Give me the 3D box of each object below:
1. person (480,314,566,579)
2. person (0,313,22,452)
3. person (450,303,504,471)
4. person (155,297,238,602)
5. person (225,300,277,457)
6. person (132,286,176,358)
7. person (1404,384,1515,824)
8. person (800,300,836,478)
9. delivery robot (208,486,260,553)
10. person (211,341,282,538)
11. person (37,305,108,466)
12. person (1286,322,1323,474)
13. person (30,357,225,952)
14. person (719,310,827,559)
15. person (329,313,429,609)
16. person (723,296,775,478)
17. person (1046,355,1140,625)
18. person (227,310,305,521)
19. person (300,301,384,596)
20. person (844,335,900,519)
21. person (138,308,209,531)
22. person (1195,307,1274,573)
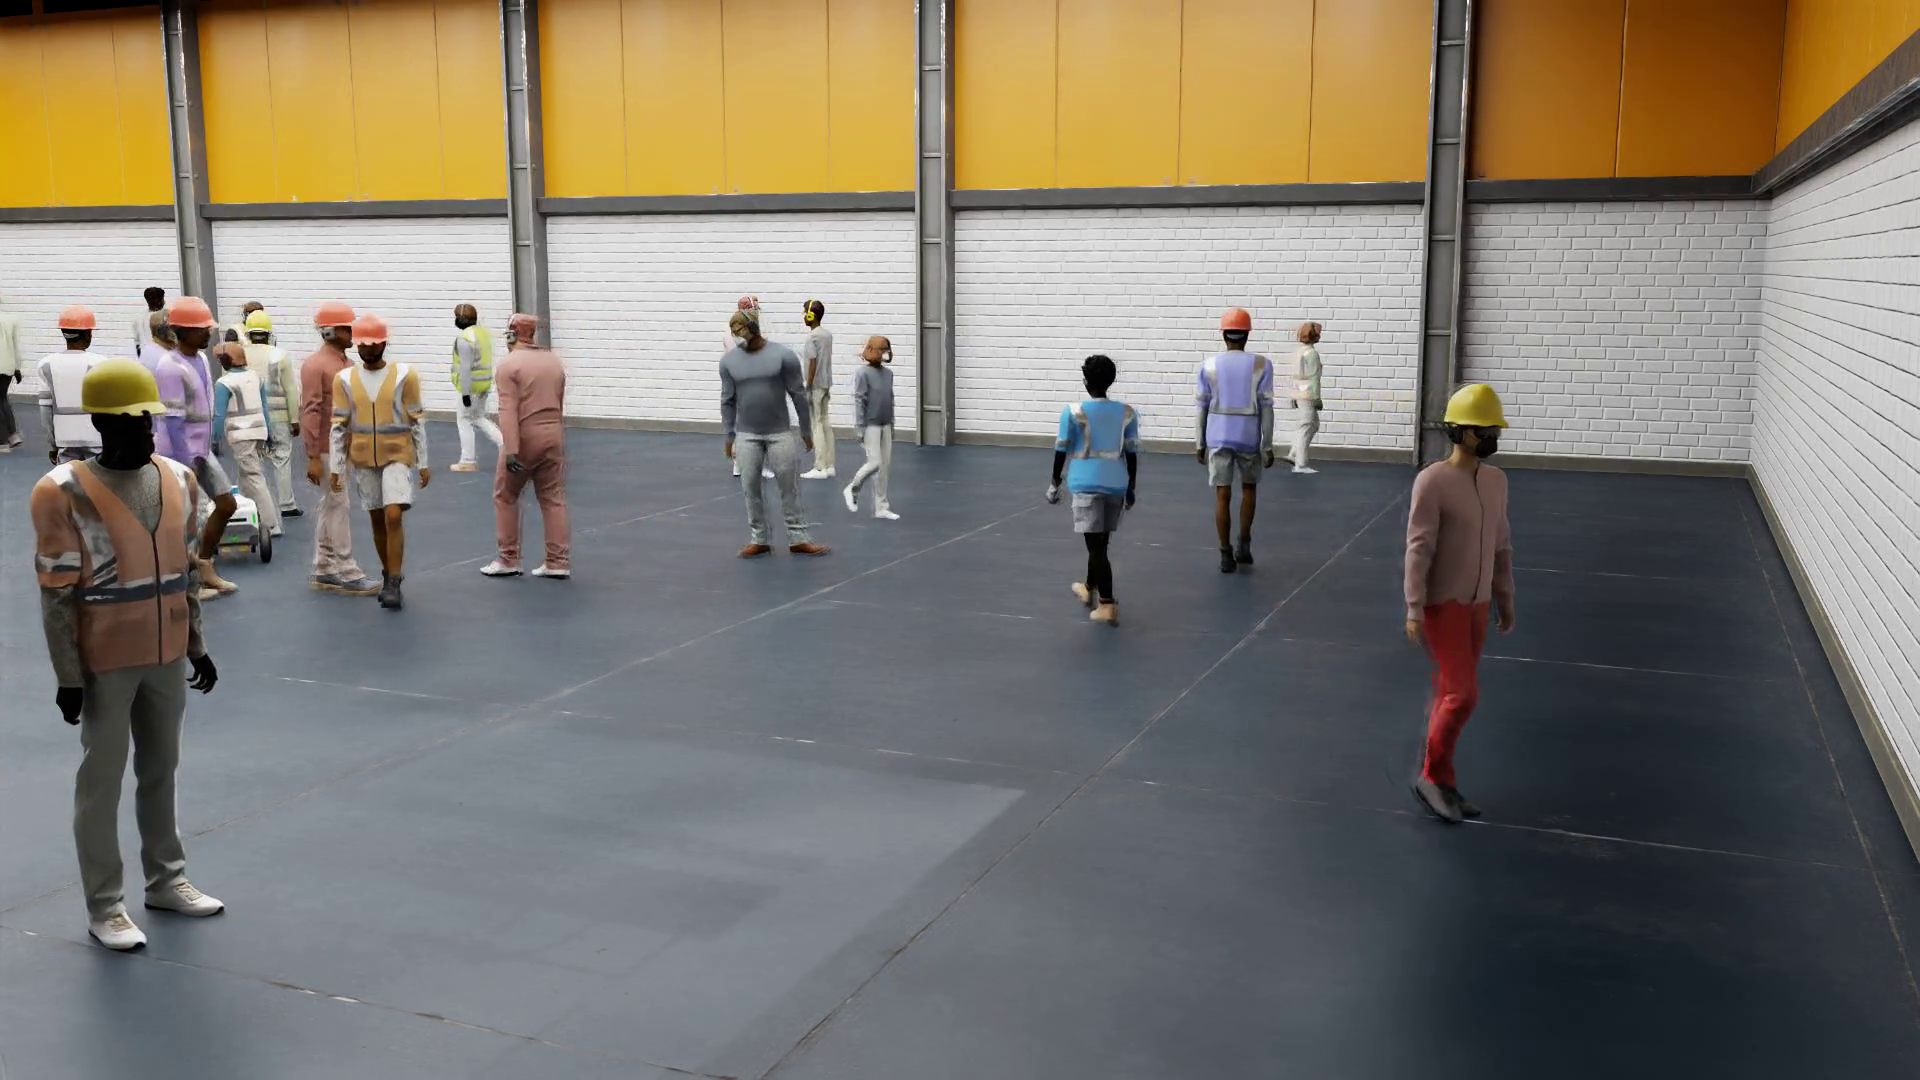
[{"bbox_3d":[-3.117,-0.663,11.843,0.764,1.874,0.684,5,11,29],"label":"person"},{"bbox_3d":[-11.499,-2.023,19.759,0.467,1.980,0.652,3,10,17],"label":"person"},{"bbox_3d":[-5.202,-1.640,17.933,0.609,1.823,0.637,2,10,11],"label":"person"},{"bbox_3d":[-5.023,-0.577,10.923,0.537,2.016,0.646,0,9,-1],"label":"person"},{"bbox_3d":[-8.183,-1.861,19.277,0.704,1.827,0.636,8,12,39],"label":"person"},{"bbox_3d":[-9.984,-2.174,20.738,0.606,1.966,0.367,3,10,19],"label":"person"},{"bbox_3d":[2.025,0.260,6.610,0.546,1.751,0.449,-7,12,-36],"label":"person"},{"bbox_3d":[-1.496,-1.573,17.420,0.312,1.861,0.532,4,10,22],"label":"person"},{"bbox_3d":[-5.492,-0.166,12.556,0.477,0.478,0.707,-4,10,-24],"label":"delivery robot"},{"bbox_3d":[-5.921,-0.816,13.579,0.820,1.598,0.528,3,10,15],"label":"person"},{"bbox_3d":[-6.325,-0.723,12.035,0.552,1.937,0.356,-1,9,-3],"label":"person"},{"bbox_3d":[3.717,-1.505,17.722,0.366,1.628,0.521,0,9,-1],"label":"person"},{"bbox_3d":[-2.717,0.362,5.492,0.388,1.926,0.590,4,10,25],"label":"person"},{"bbox_3d":[-1.408,-0.782,12.564,0.816,1.901,0.371,1,9,4],"label":"person"},{"bbox_3d":[-3.782,-0.495,10.734,0.582,1.902,0.847,-1,9,-4],"label":"person"},{"bbox_3d":[-2.184,-1.593,17.399,0.410,1.909,0.643,-9,13,-44],"label":"person"},{"bbox_3d":[0.817,-0.334,10.492,0.546,1.652,0.838,-4,10,-24],"label":"person"},{"bbox_3d":[-6.034,-1.077,14.485,0.589,1.837,0.404,0,9,2],"label":"person"},{"bbox_3d":[-4.179,-0.615,11.263,0.540,1.996,0.628,1,9,4],"label":"person"},{"bbox_3d":[-0.754,-0.988,14.567,0.435,1.621,0.515,7,11,35],"label":"person"},{"bbox_3d":[-6.275,-0.860,13.006,0.982,1.902,0.620,-2,10,-10],"label":"person"},{"bbox_3d":[2.007,-0.735,12.153,0.581,1.917,0.608,2,10,12],"label":"person"}]
